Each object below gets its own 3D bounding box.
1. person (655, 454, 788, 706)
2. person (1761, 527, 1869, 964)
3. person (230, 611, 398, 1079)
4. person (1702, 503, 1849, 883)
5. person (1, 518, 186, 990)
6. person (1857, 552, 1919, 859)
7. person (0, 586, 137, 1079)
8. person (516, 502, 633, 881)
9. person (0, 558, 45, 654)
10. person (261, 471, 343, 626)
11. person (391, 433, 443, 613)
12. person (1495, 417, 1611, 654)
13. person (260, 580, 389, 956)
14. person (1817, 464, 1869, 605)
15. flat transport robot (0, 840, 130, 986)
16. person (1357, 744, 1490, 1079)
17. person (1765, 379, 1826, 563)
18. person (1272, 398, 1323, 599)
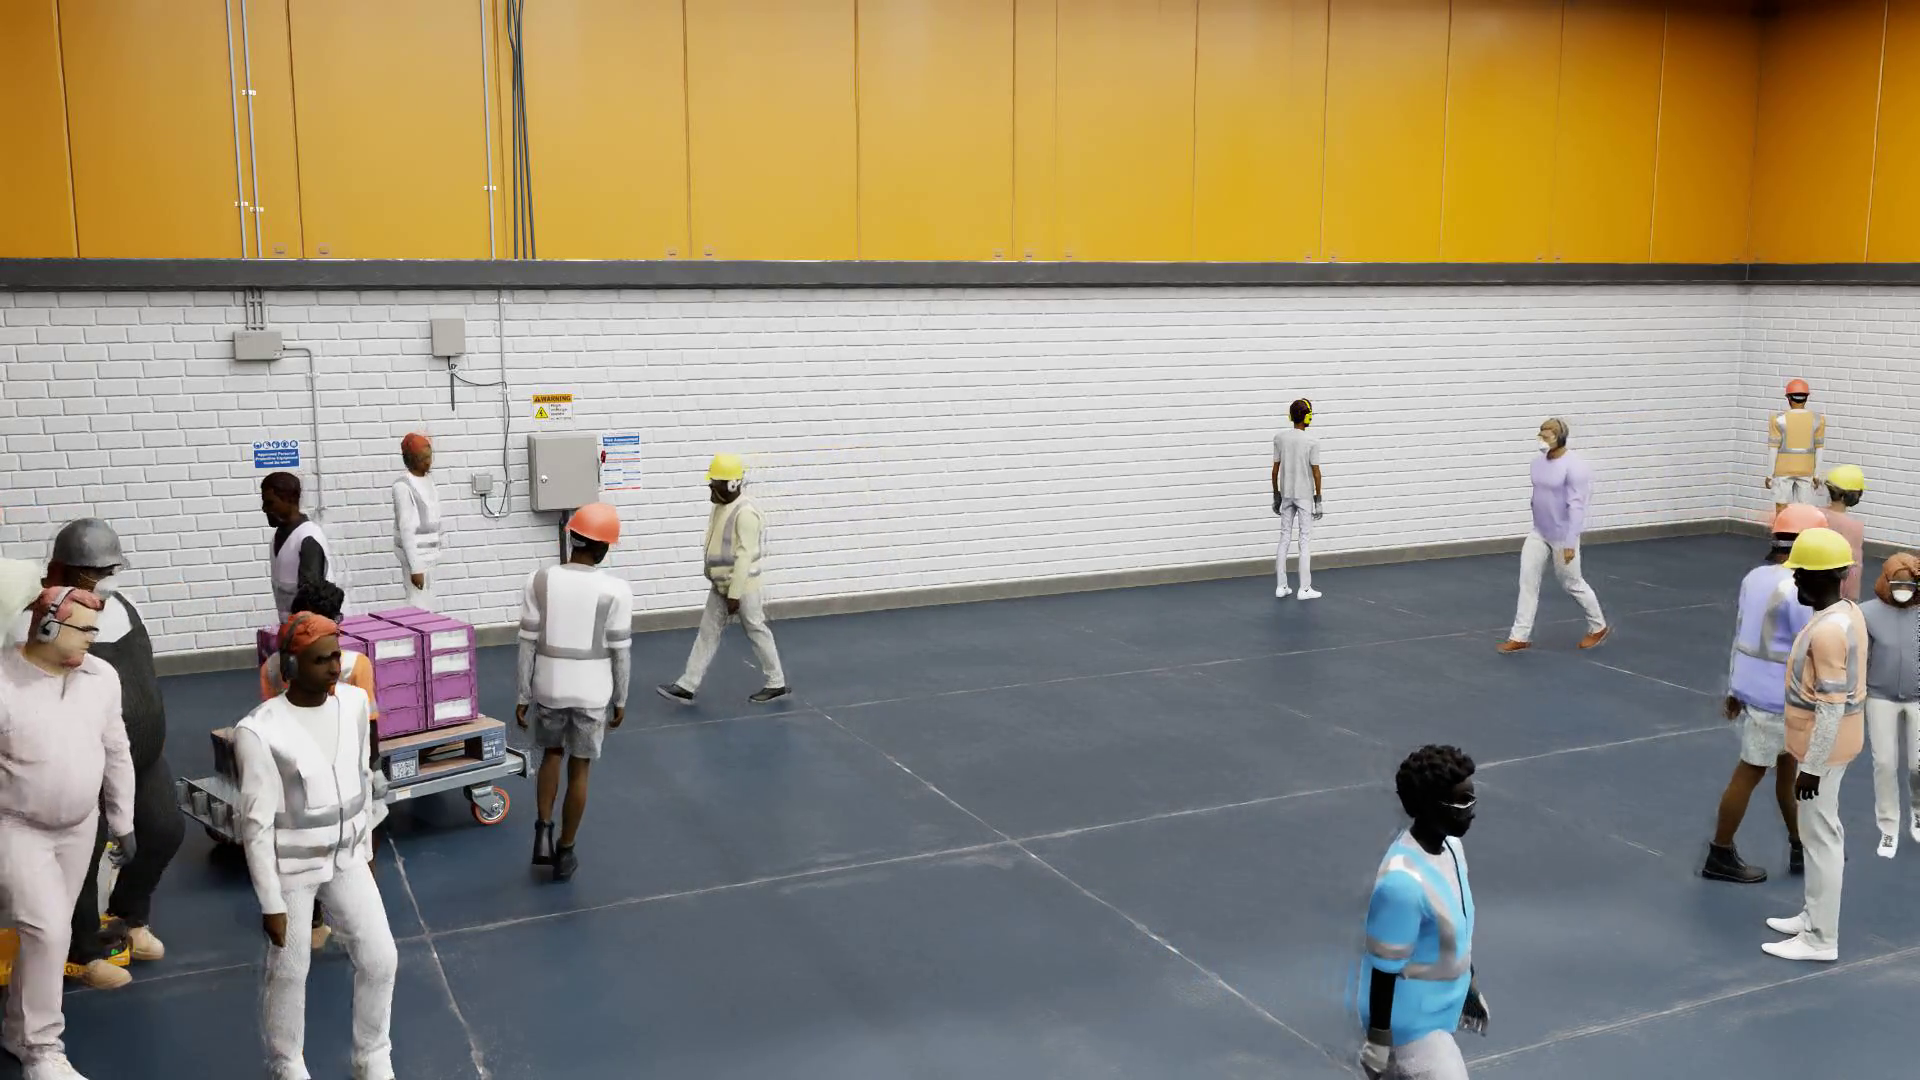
[{"bbox_3d":[-1.631,0.292,11.543,0.934,1.778,0.626,-5,11,-30],"label":"person"},{"bbox_3d":[3.769,0.900,7.342,0.382,1.923,0.593,6,11,31],"label":"person"},{"bbox_3d":[-2.216,1.174,5.842,0.733,1.855,0.608,5,11,29],"label":"person"},{"bbox_3d":[4.122,0.776,8.181,0.861,1.898,0.573,1,9,5],"label":"person"},{"bbox_3d":[-3.640,0.892,7.032,0.537,2.000,0.703,3,10,19],"label":"person"},{"bbox_3d":[4.878,0.848,8.623,0.537,1.610,0.425,6,11,32],"label":"person"},{"bbox_3d":[-3.380,1.108,6.242,0.785,1.865,0.696,4,10,25],"label":"person"},{"bbox_3d":[-1.905,0.755,8.309,0.586,1.904,0.403,0,9,1],"label":"person"},{"bbox_3d":[-4.906,0.733,8.266,0.888,1.953,0.632,7,12,38],"label":"person"},{"bbox_3d":[-3.894,0.506,9.970,0.969,1.873,0.584,-8,12,-42],"label":"person"},{"bbox_3d":[-4.000,0.129,12.344,0.345,1.864,0.696,0,9,2],"label":"person"},{"bbox_3d":[4.793,-0.034,13.239,0.985,1.905,0.651,-3,10,-20],"label":"person"},{"bbox_3d":[-2.801,1.018,7.331,0.564,1.687,0.337,2,9,9],"label":"person"},{"bbox_3d":[5.854,0.352,11.288,0.583,1.746,0.533,-2,9,-13],"label":"person"},{"bbox_3d":[-4.183,1.674,7.657,0.652,0.197,1.431,-4,10,-25],"label":"flat transport robot"},{"bbox_3d":[1.438,1.421,4.899,0.715,1.670,0.541,4,10,25],"label":"person"},{"bbox_3d":[8.678,-0.712,17.330,0.542,1.931,0.366,2,9,13],"label":"person"},{"bbox_3d":[3.145,-0.379,15.466,0.531,1.866,0.322,7,12,39],"label":"person"}]
